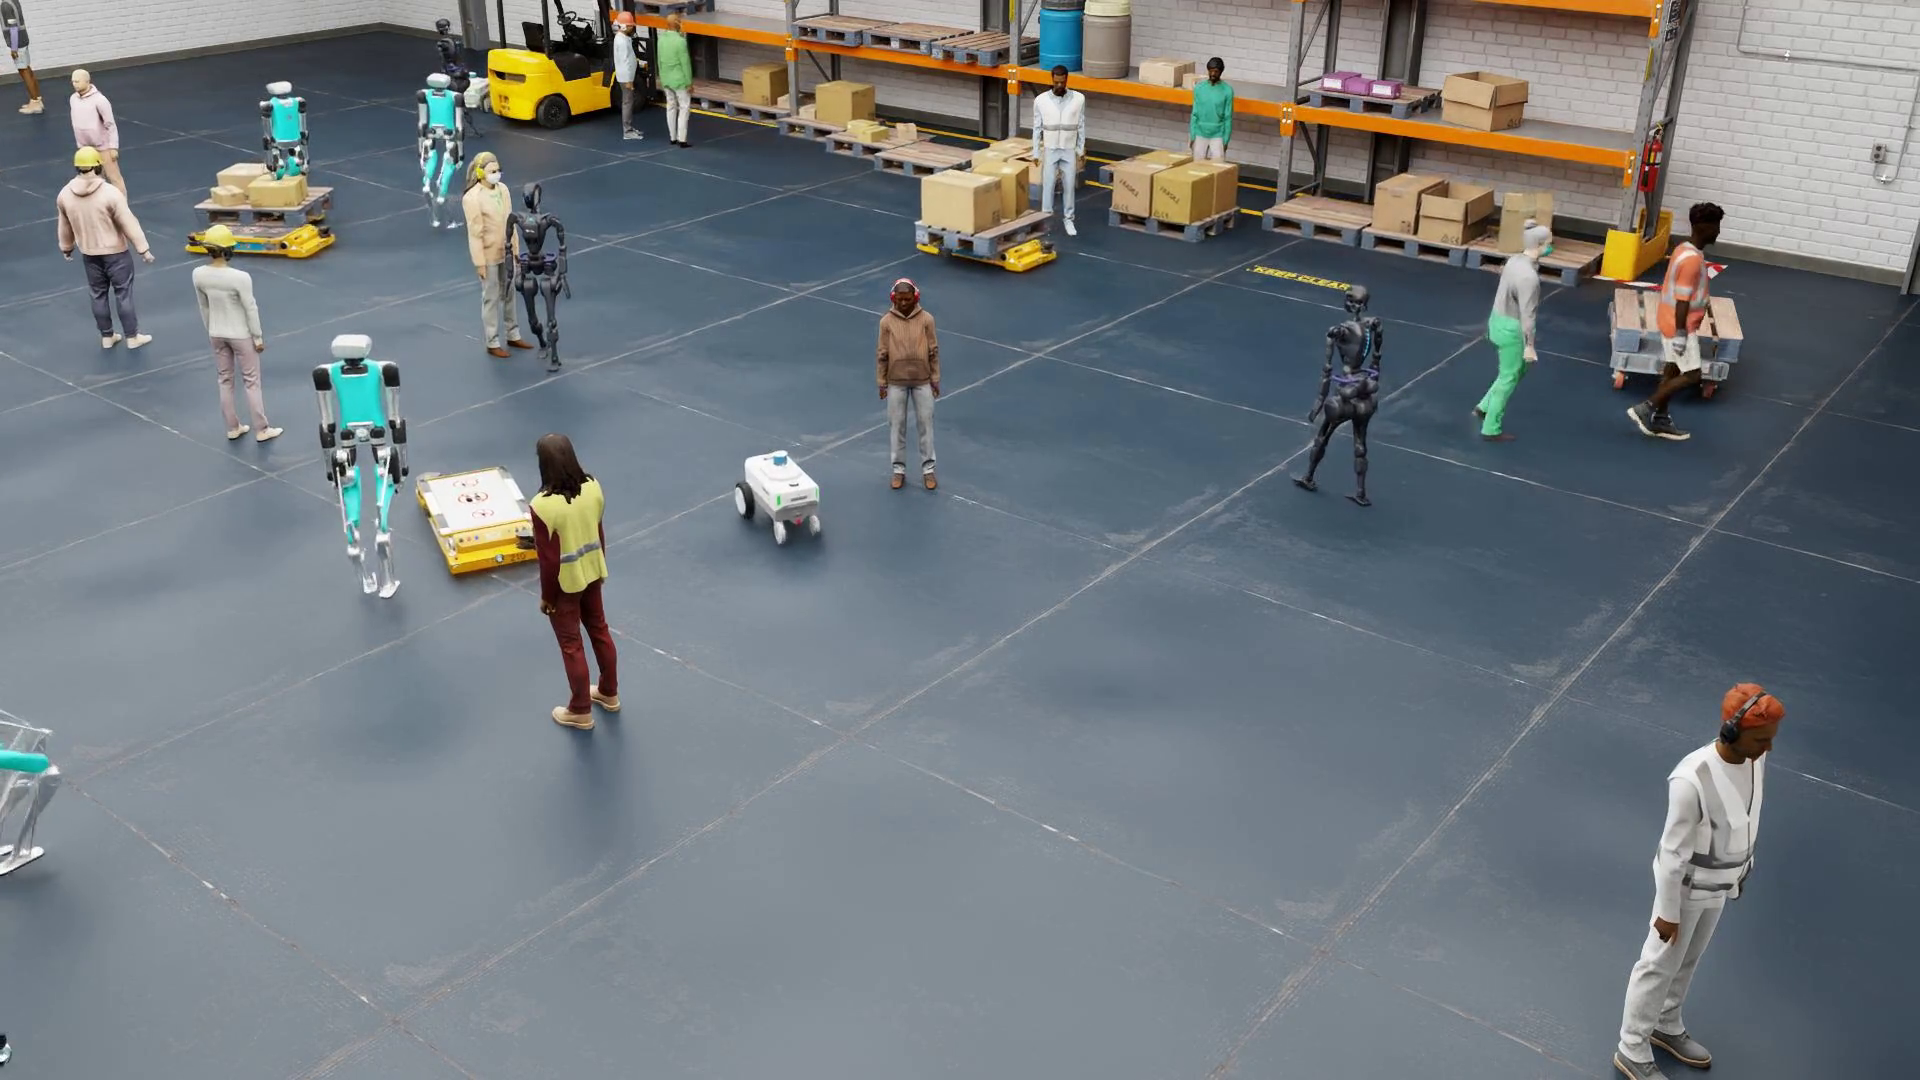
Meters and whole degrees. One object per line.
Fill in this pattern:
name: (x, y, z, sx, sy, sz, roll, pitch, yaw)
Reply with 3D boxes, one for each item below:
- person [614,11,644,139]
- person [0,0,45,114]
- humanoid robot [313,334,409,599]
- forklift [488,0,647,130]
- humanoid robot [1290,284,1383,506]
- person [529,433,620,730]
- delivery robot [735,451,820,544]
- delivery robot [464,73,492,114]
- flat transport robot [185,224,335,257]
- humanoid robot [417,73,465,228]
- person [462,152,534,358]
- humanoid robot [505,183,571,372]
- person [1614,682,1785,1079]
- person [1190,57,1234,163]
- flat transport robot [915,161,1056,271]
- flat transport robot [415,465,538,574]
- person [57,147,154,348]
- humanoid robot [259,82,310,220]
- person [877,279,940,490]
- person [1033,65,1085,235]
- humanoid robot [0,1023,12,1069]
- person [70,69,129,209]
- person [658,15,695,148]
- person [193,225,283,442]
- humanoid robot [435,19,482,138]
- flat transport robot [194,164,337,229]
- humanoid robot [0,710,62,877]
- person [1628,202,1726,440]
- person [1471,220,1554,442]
person: (-4.671, -6.541, 23.425, 0.351, 1.740, 0.571, -6, 26, -11)
person: (-14.178, -7.443, 24.952, 0.384, 2.037, 0.613, -8, 27, -15)
humanoid robot: (-3.807, -0.373, 10.657, 0.534, 1.766, 0.815, -6, 26, -12)
forklift: (-5.874, -7.334, 24.552, 1.214, 2.155, 2.313, 19, 32, 34)
humanoid robot: (2.828, -1.095, 12.235, 0.591, 1.636, 0.656, -14, 29, -27)
person: (-2.162, 0.238, 9.351, 0.360, 1.767, 0.476, 16, 30, 30)
delivery robot: (-1.286, -0.358, 11.968, 0.499, 0.581, 0.768, -12, 28, -24)
delivery robot: (-7.399, -6.799, 25.338, 0.499, 0.609, 0.813, 2, 26, 3)
flat transport robot: (-7.785, -3.346, 18.499, 1.431, 0.231, 0.659, 4, 26, 8)
humanoid robot: (-5.893, -4.323, 18.841, 0.581, 1.768, 0.906, 0, 26, -1)
person: (-4.232, -2.590, 15.106, 0.414, 1.869, 0.560, 13, 29, 25)
humanoid robot: (-3.781, -2.367, 14.872, 0.601, 1.638, 0.613, 1, 26, 2)
person: (3.019, 1.412, 6.786, 0.573, 1.887, 0.354, -19, 32, -34)
person: (2.962, -4.762, 19.626, 0.500, 1.843, 0.403, 10, 28, 20)
flat transport robot: (0.278, -3.215, 18.229, 1.431, 0.231, 0.659, 18, 31, 33)
flat transport robot: (-3.456, -0.174, 11.931, 0.659, 0.231, 1.431, -12, 28, -23)
person: (-7.853, -2.657, 15.253, 0.814, 1.856, 0.436, 1, 26, 1)
humanoid robot: (-7.638, -4.254, 18.716, 0.670, 1.815, 0.546, 19, 32, 35)
person: (-0.385, -1.169, 12.411, 0.470, 1.640, 0.345, -2, 26, -3)
person: (1.116, -4.411, 18.827, 0.598, 1.909, 0.400, -3, 26, -5)
humanoid robot: (-3.849, 1.844, 6.104, 0.539, 1.749, 1.061, 15, 30, 28)
person: (-9.939, -4.530, 19.210, 0.525, 1.784, 0.407, 6, 26, 13)
person: (-3.916, -6.309, 22.926, 0.561, 1.788, 0.425, 19, 31, 33)
person: (-5.773, -1.636, 13.249, 0.513, 1.759, 0.332, 6, 26, 13)
humanoid robot: (-7.119, -6.515, 23.470, 0.567, 1.638, 0.589, 6, 26, 12)
flat transport robot: (-7.900, -3.609, 19.044, 0.659, 0.231, 1.431, 2, 26, 4)
humanoid robot: (-4.727, 0.855, 8.019, 0.745, 1.713, 0.542, -23, 34, -39)
person: (5.736, -1.710, 13.170, 0.425, 1.955, 0.628, 9, 27, 17)
person: (4.417, -1.659, 13.218, 0.437, 1.825, 0.593, 0, 26, 0)
